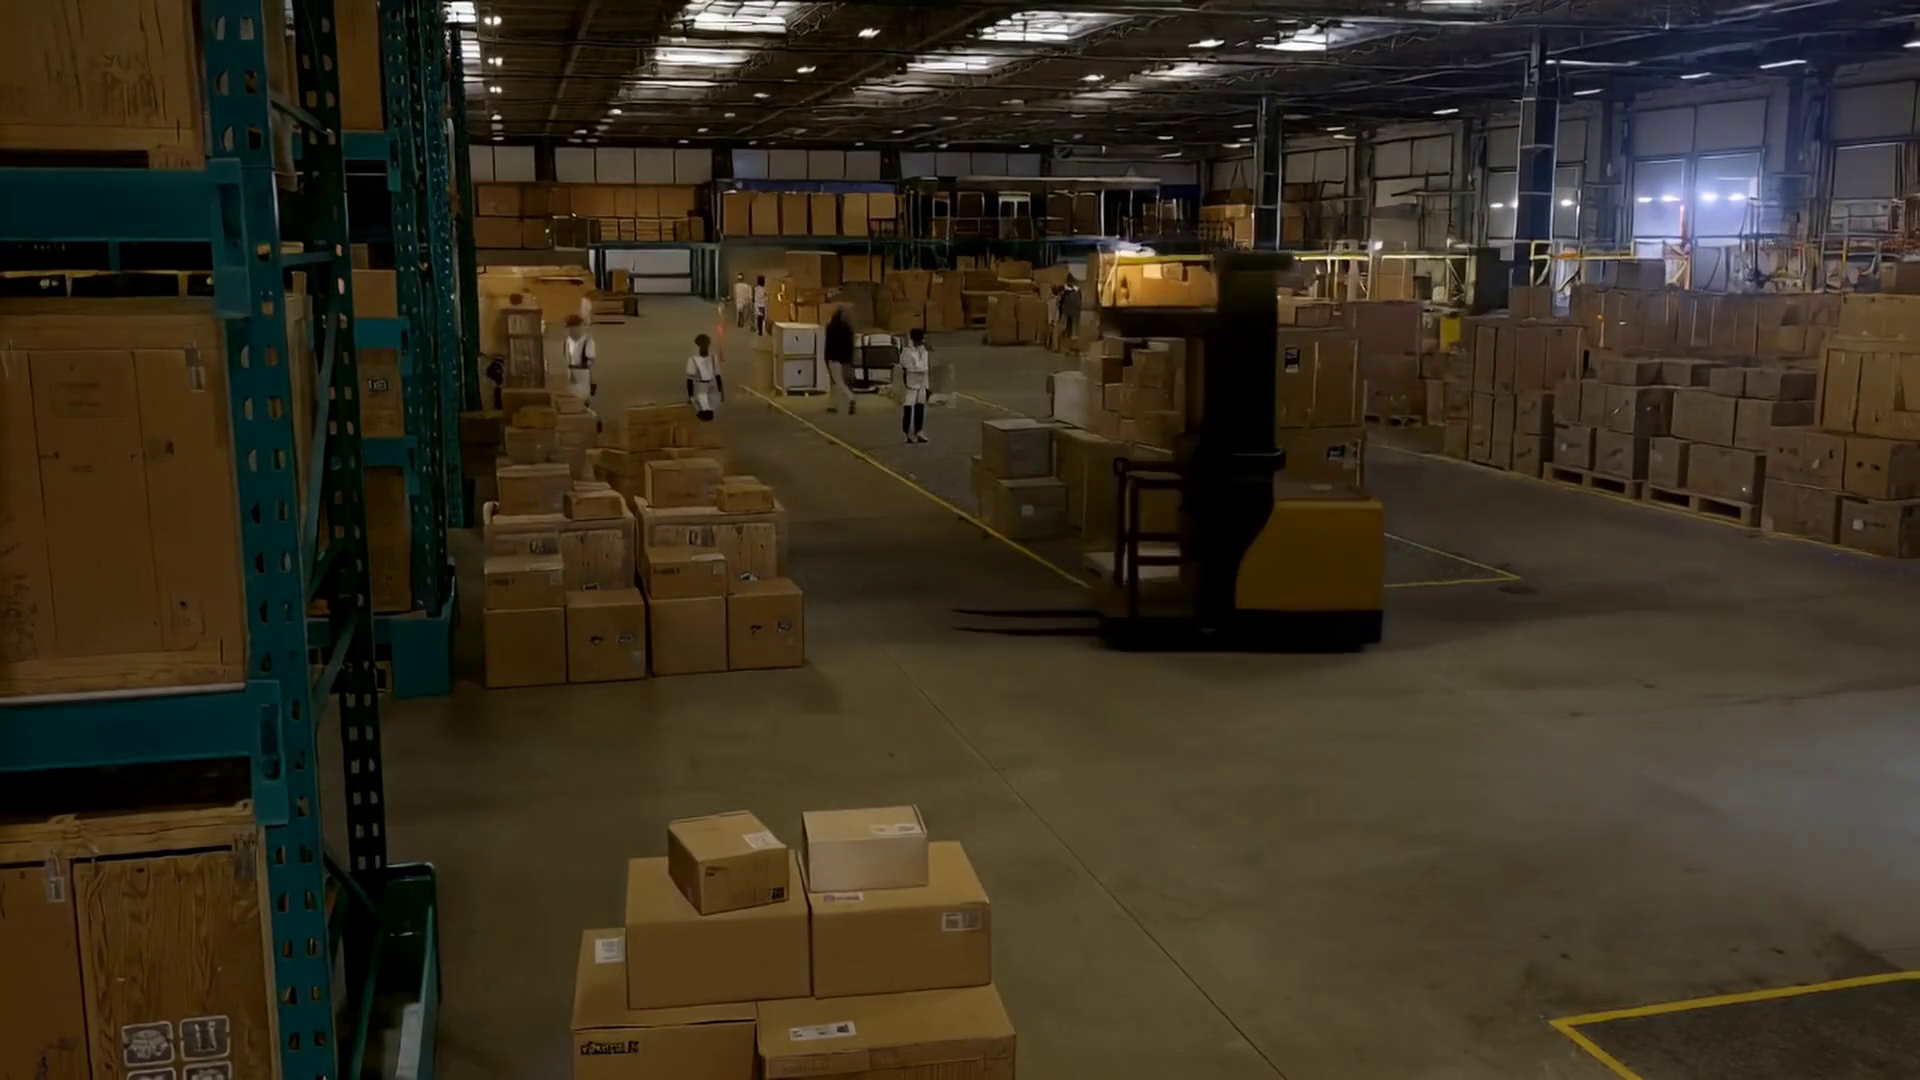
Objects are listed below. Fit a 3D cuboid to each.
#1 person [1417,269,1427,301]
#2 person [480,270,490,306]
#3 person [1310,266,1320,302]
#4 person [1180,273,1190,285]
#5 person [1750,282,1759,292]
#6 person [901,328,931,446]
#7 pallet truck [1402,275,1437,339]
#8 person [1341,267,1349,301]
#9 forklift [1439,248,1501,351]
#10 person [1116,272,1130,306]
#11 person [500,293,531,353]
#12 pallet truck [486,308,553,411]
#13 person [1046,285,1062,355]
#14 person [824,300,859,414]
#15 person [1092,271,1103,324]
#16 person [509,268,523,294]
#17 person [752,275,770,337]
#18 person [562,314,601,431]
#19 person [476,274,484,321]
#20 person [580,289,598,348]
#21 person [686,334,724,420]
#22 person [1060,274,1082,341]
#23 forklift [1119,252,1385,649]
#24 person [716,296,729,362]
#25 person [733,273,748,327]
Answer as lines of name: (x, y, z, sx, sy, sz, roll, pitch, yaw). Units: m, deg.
person: (21.419, -11.588, 76.829, 0.968, 1.813, 0.523, 9, 13, 40)
person: (-23.118, -12.236, 80.764, 0.622, 1.699, 0.578, 0, 10, 2)
person: (17.737, -12.758, 83.177, 0.389, 1.910, 0.584, -7, 12, -36)
person: (8.428, -9.068, 62.380, 0.353, 1.877, 0.573, -5, 11, -28)
person: (20.991, -5.840, 43.959, 0.652, 1.926, 0.400, -7, 12, -33)
person: (-0.632, -2.223, 24.101, 0.317, 1.698, 0.540, 10, 14, 43)
pallet truck: (14.620, -7.324, 52.145, 0.823, 1.965, 1.885, 8, 13, 40)
person: (19.676, -12.917, 84.291, 0.650, 1.822, 0.630, -1, 10, -7)
forklift: (12.752, -5.697, 40.434, 1.873, 2.768, 1.129, 7, 12, 36)
person: (6.329, -9.495, 64.803, 0.587, 1.867, 0.651, 0, 10, 2)
person: (-9.263, -4.233, 34.908, 0.636, 1.895, 0.932, 6, 11, 29)
pallet truck: (-6.242, -2.418, 24.362, 0.823, 1.965, 1.885, 1, 10, 3)
person: (2.504, -5.830, 44.091, 0.332, 1.860, 0.532, -8, 13, -38)
person: (-2.020, -3.087, 28.239, 0.823, 1.972, 0.622, 8, 13, 39)
person: (5.078, -8.954, 61.510, 0.402, 1.949, 0.605, 4, 11, 23)
person: (-18.957, -10.641, 71.098, 0.623, 1.947, 1.019, 0, 10, 1)
person: (-6.331, -7.438, 52.901, 0.652, 1.965, 0.393, 5, 11, 28)
person: (-5.389, -2.254, 23.657, 0.566, 1.918, 0.511, 4, 11, 22)
person: (-18.791, -9.428, 64.613, 0.591, 1.810, 0.696, -7, 12, -36)
person: (-10.602, -6.254, 46.971, 0.611, 1.682, 0.531, -8, 13, -38)
person: (-3.599, -2.063, 23.298, 0.538, 1.672, 0.808, -8, 13, -40)
person: (3.408, -7.061, 50.532, 0.676, 2.000, 0.536, -3, 10, -16)
forklift: (2.068, -0.684, 12.049, 1.873, 2.768, 1.129, 0, 10, 0)
person: (-5.896, -5.227, 41.314, 0.315, 1.634, 0.523, -3, 10, -14)
person: (-7.822, -8.573, 59.445, 0.544, 1.920, 0.786, 1, 10, 6)
